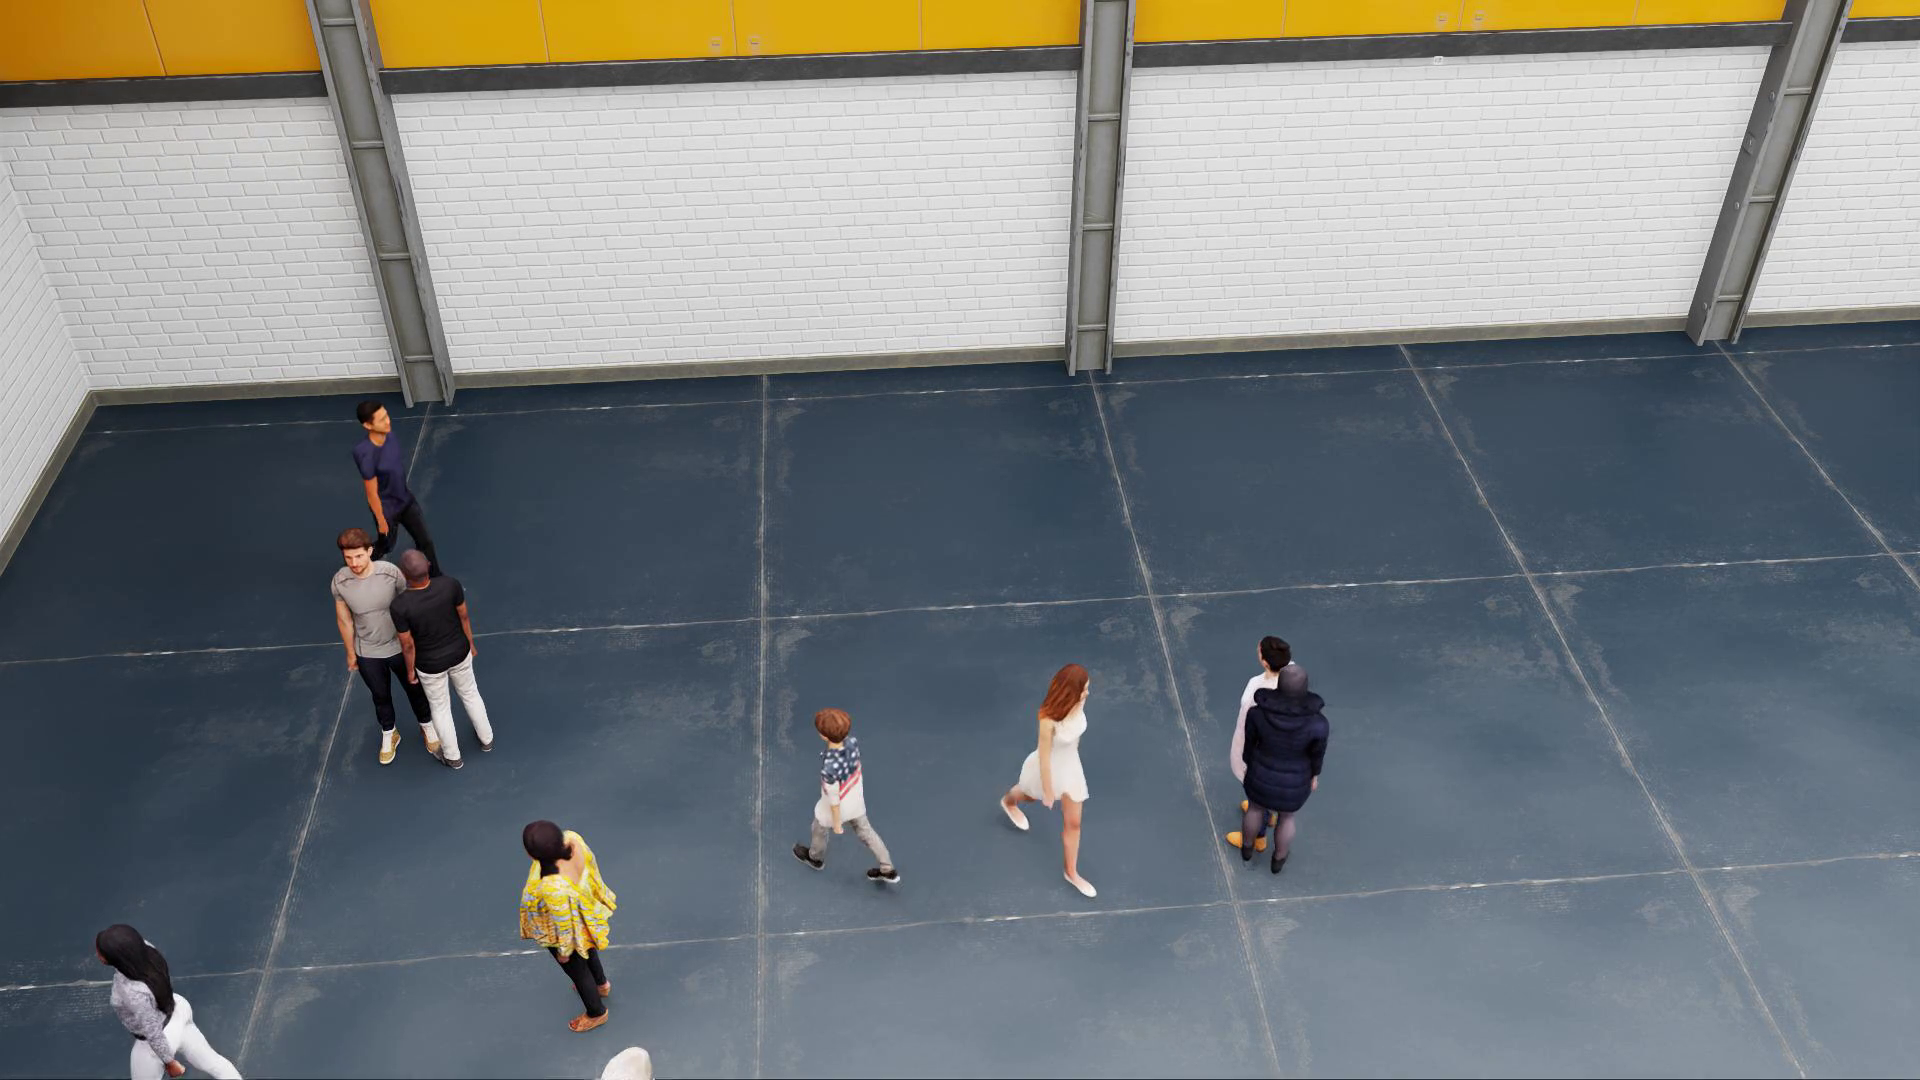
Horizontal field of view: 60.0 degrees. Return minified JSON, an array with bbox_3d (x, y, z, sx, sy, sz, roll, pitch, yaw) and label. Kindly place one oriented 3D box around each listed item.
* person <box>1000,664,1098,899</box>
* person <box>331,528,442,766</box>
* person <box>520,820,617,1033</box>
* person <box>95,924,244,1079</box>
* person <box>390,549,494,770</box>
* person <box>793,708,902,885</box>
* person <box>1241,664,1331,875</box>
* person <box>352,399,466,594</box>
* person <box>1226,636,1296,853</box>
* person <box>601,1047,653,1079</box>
[{"bbox_3d":[0.519,1.386,10.375,1.153,1.657,1.024,-25,45,-28],"label":"person"},{"bbox_3d":[-3.835,0.683,11.064,0.568,1.896,0.760,-10,40,-13],"label":"person"},{"bbox_3d":[-2.202,2.165,9.405,0.728,1.651,0.697,-2,39,-3],"label":"person"},{"bbox_3d":[-4.118,2.612,8.816,1.122,1.686,0.727,-8,39,-10],"label":"person"},{"bbox_3d":[-3.432,0.779,11.016,0.733,1.805,0.819,-29,47,-31],"label":"person"},{"bbox_3d":[-0.662,1.623,10.279,1.026,1.407,0.881,20,43,23],"label":"person"},{"bbox_3d":[1.995,1.427,10.311,0.729,1.673,0.833,12,40,15],"label":"person"},{"bbox_3d":[-4.312,-0.281,12.381,1.207,1.758,0.903,9,40,11],"label":"person"},{"bbox_3d":[1.942,1.257,10.470,0.822,1.741,0.799,19,42,22],"label":"person"},{"bbox_3d":[-1.616,3.118,8.107,0.772,1.781,0.713,17,42,21],"label":"person"}]
